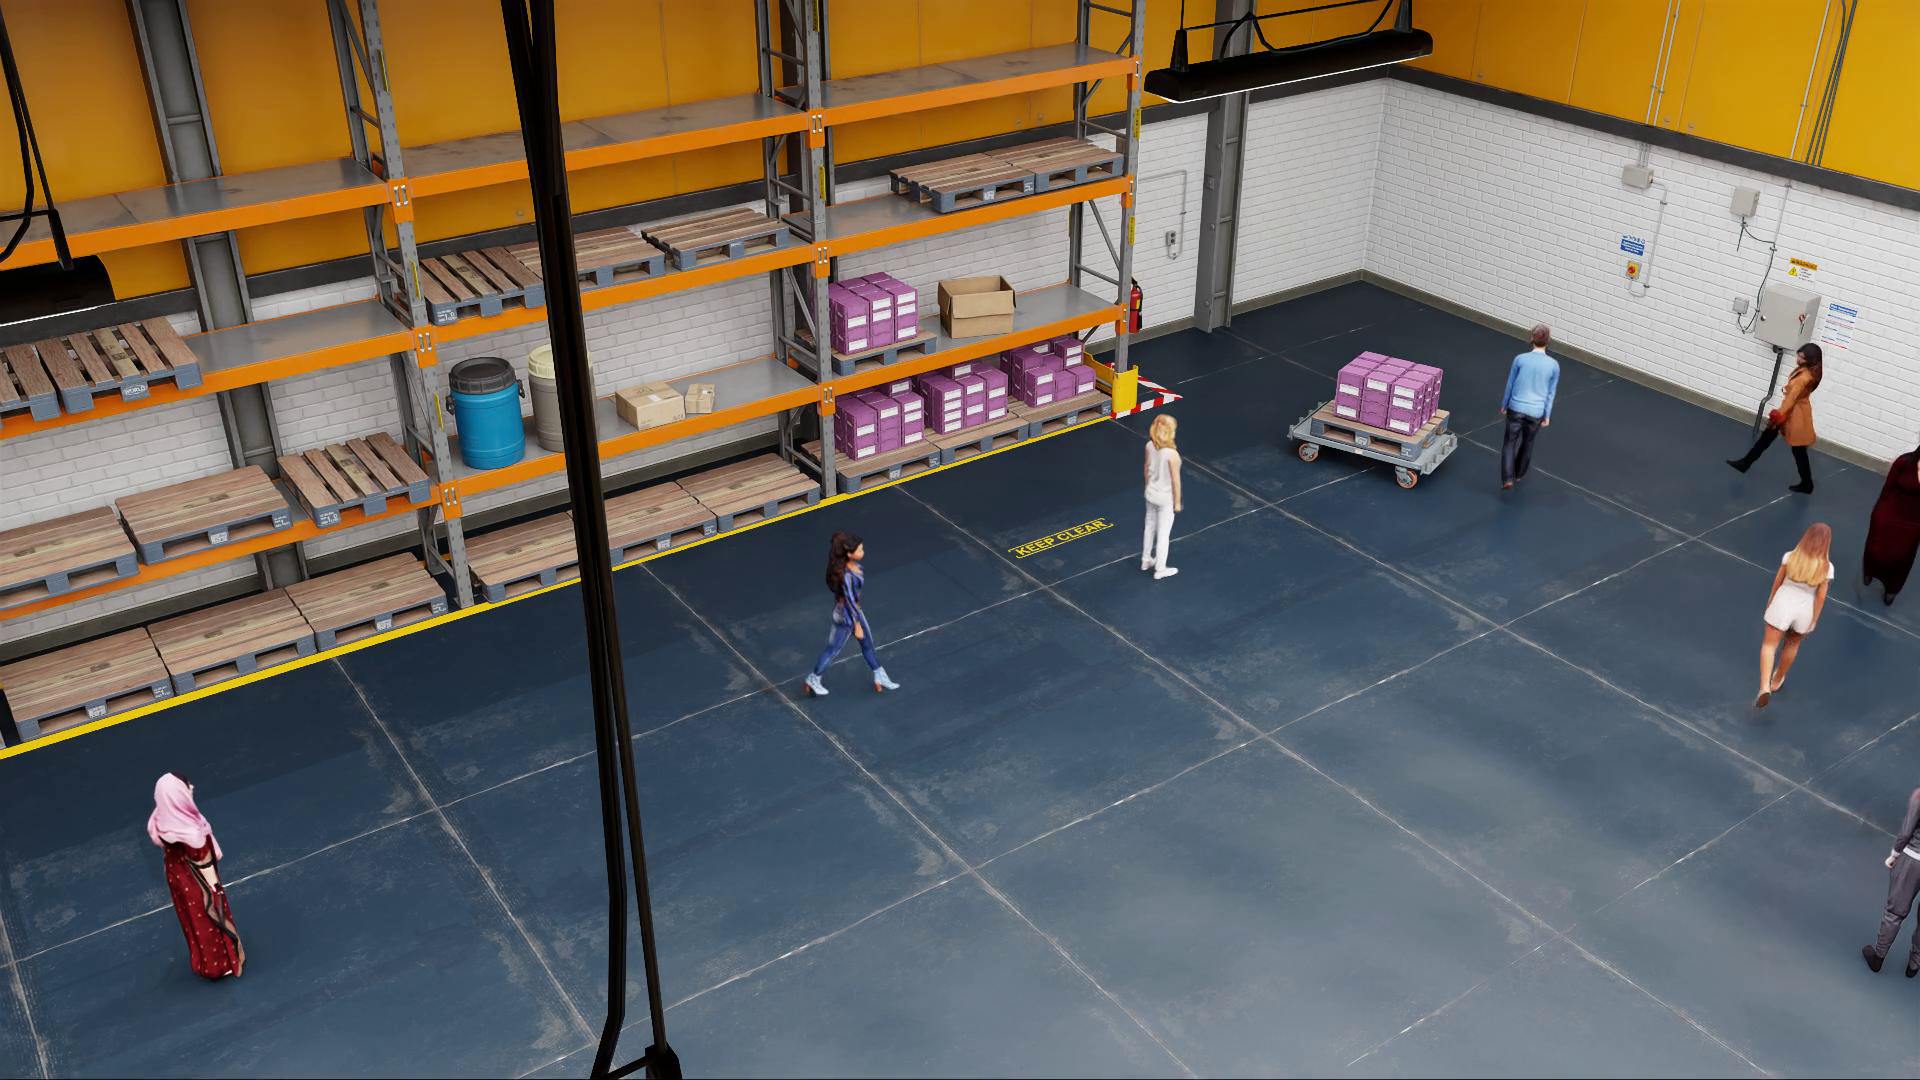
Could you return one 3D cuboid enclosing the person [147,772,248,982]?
[{"bbox_3d":[-5.100,2.230,11.062,0.724,1.634,0.685,22,35,34],"label":"person"}]

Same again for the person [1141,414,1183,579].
[{"bbox_3d":[1.911,-0.435,15.908,0.536,1.671,0.593,-20,35,-32],"label":"person"}]

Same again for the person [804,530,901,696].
[{"bbox_3d":[-1.025,0.668,13.986,1.152,1.575,1.007,0,29,0],"label":"person"}]

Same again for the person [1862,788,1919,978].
[{"bbox_3d":[6.411,2.154,11.048,0.657,1.779,0.677,9,30,17],"label":"person"}]

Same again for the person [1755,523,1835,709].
[{"bbox_3d":[6.945,0.645,13.925,0.865,1.673,1.084,15,32,26],"label":"person"}]

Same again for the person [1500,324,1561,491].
[{"bbox_3d":[5.936,-1.344,17.459,1.034,1.782,1.173,9,30,16],"label":"person"}]

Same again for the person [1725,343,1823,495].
[{"bbox_3d":[8.786,-1.217,17.338,1.092,1.673,1.170,15,32,26],"label":"person"}]

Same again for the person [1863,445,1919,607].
[{"bbox_3d":[8.762,-0.234,15.467,0.838,1.741,0.855,11,31,20],"label":"person"}]
